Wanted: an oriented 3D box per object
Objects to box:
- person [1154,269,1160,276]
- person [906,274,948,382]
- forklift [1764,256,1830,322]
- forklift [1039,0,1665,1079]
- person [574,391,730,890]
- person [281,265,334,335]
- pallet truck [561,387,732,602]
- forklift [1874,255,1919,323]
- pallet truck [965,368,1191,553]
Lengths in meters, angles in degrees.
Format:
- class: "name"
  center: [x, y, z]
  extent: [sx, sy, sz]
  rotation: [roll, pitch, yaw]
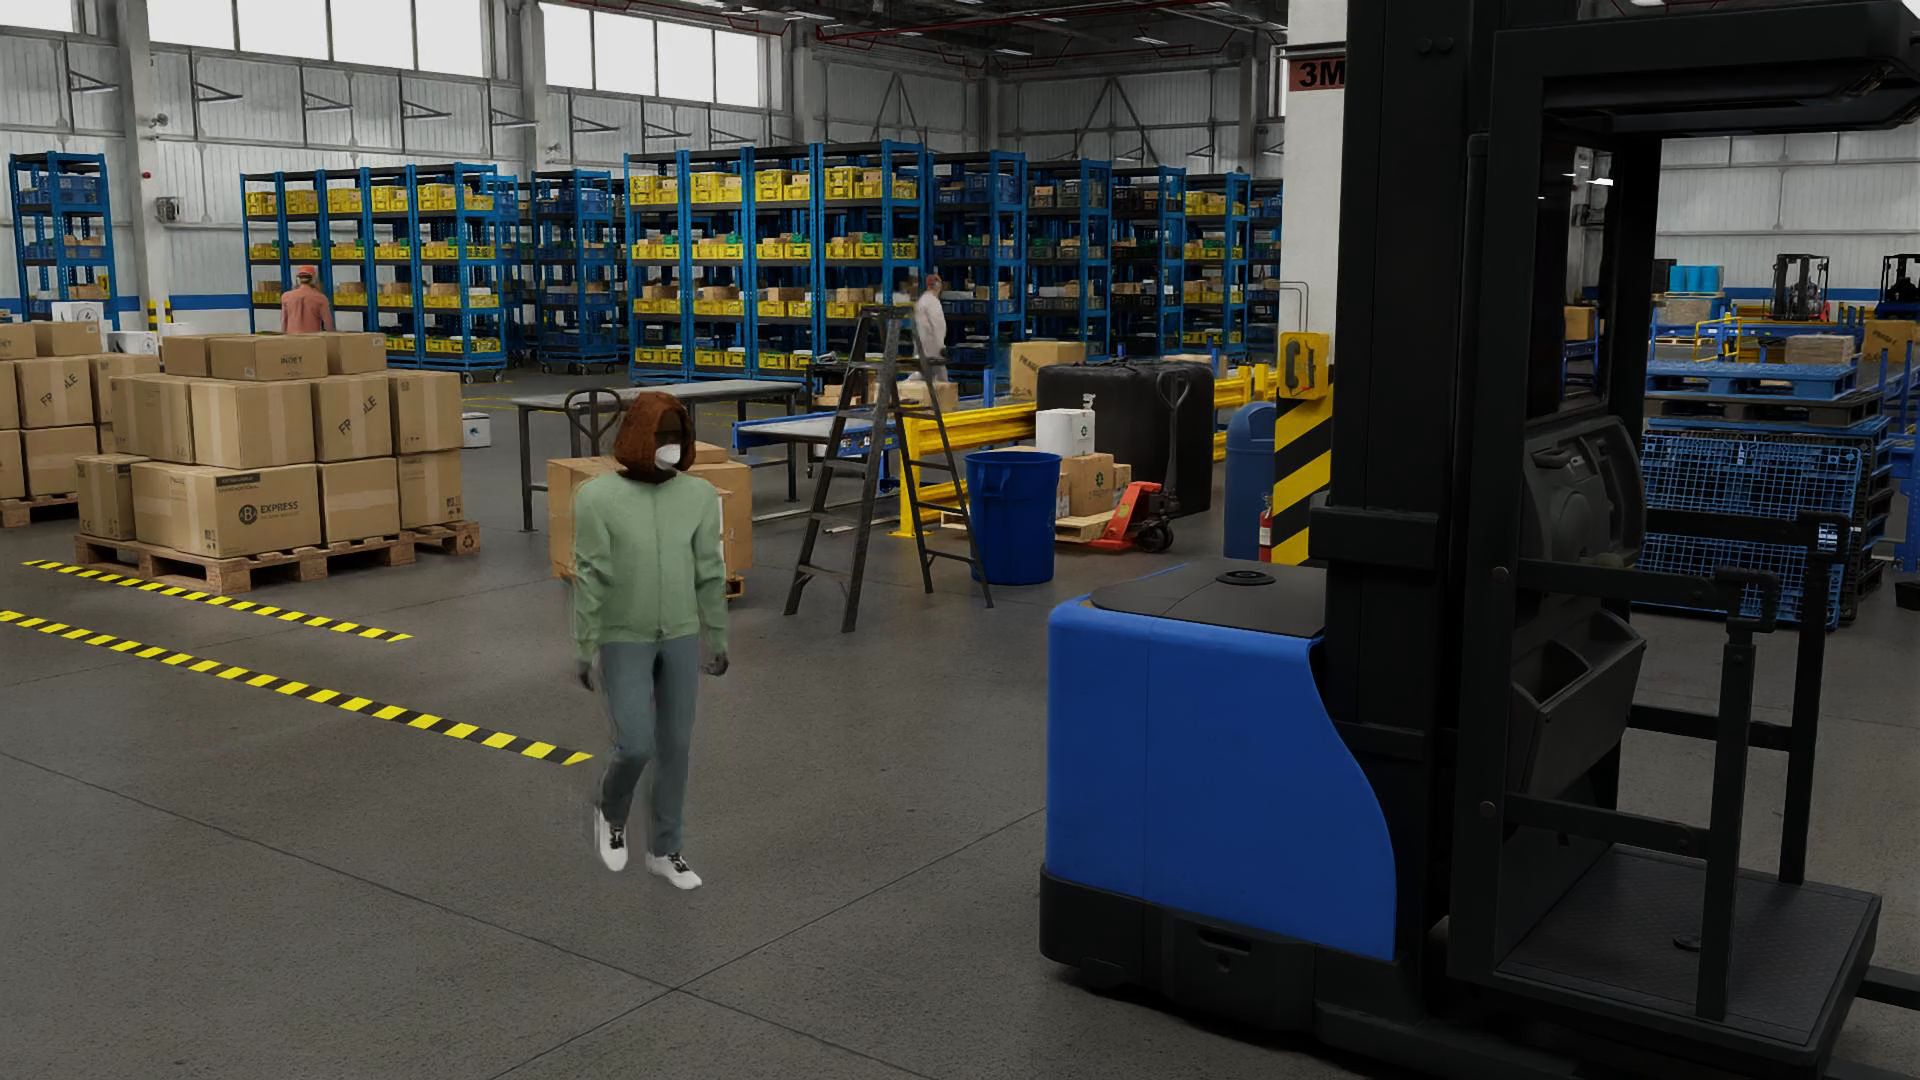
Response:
- class: "person"
  center: [5.023, -6.046, 42.709]
  extent: [0.564, 1.806, 0.938]
  rotation: [5, 11, 29]
- class: "person"
  center: [-0.462, -2.577, 21.930]
  extent: [0.964, 1.864, 0.645]
  rotation: [-1, 10, -7]
- class: "forklift"
  center: [20.253, -5.854, 40.139]
  extent: [1.157, 1.987, 2.680]
  rotation: [7, 12, 35]
- class: "forklift"
  center: [1.249, -0.137, 4.360]
  extent: [1.873, 2.768, 1.129]
  rotation: [7, 12, 35]
- class: "person"
  center: [-0.982, 0.330, 5.316]
  extent: [0.521, 1.616, 0.378]
  rotation: [-7, 12, -37]
- class: "person"
  center: [-8.438, -2.535, 21.358]
  extent: [0.787, 1.967, 0.587]
  rotation: [-1, 10, -8]
- class: "pallet truck"
  center: [-1.981, -0.274, 10.088]
  extent: [0.680, 1.201, 1.601]
  rotation: [-5, 11, -28]
- class: "forklift"
  center: [22.089, -5.634, 38.796]
  extent: [1.157, 1.987, 2.680]
  rotation: [6, 11, 33]
- class: "pallet truck"
  center: [0.845, -0.609, 11.869]
  extent: [1.630, 1.274, 0.653]
  rotation: [7, 12, 35]
